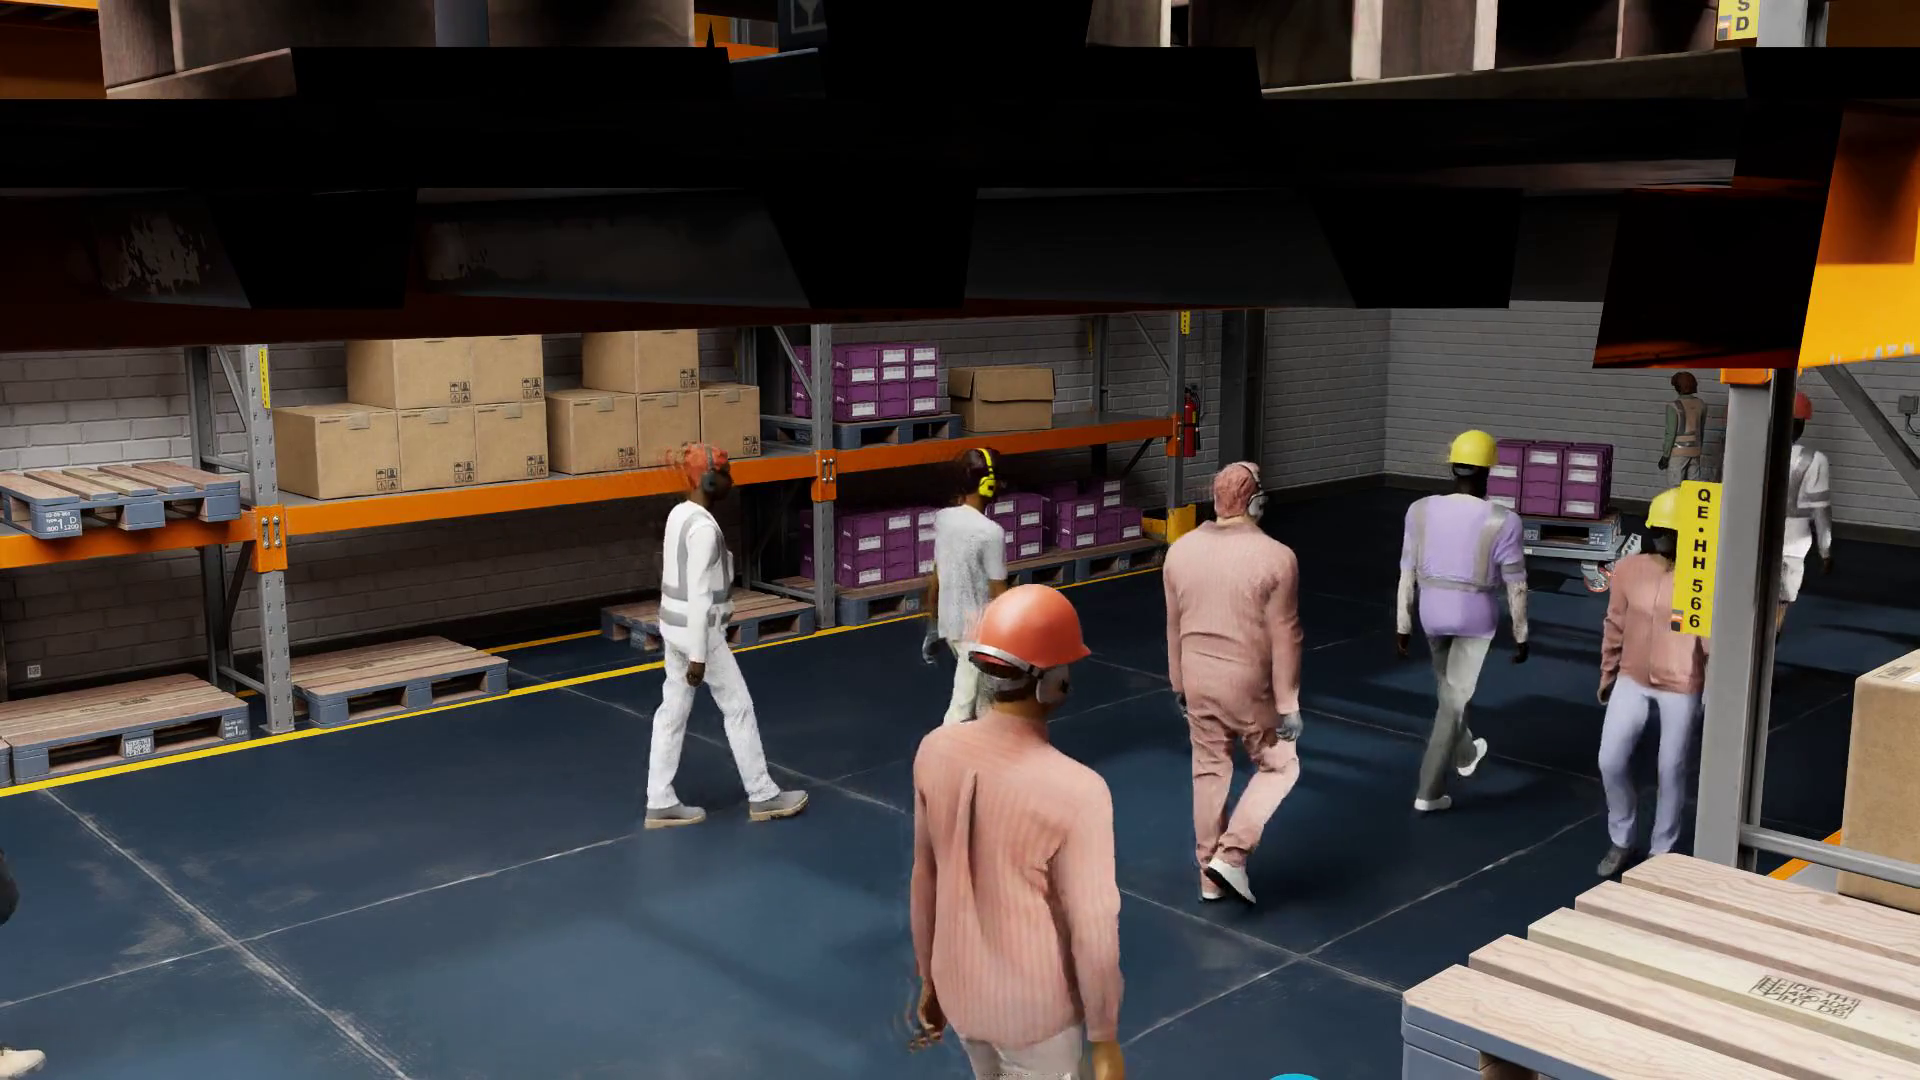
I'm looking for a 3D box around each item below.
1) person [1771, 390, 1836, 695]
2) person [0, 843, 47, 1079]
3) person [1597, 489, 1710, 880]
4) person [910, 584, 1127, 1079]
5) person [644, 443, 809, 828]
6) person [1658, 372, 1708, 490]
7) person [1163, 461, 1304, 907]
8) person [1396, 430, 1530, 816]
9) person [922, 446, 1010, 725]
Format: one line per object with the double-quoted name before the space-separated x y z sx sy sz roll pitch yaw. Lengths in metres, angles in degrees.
"person" 5.135 0.024 10.366 0.589 1.917 0.553 -7 12 -34
"person" -3.364 0.909 5.418 0.491 1.834 0.521 -4 10 -22
"person" 3.009 0.646 7.183 0.559 1.747 0.498 8 13 39
"person" 0.123 1.087 3.977 0.485 1.980 0.617 -8 13 -40
"person" -1.142 0.457 8.001 0.887 1.845 0.588 -5 11 -26
"person" 6.951 -0.802 16.008 0.514 1.639 0.311 -5 11 -26
"person" 1.161 0.614 6.961 0.674 1.892 0.425 9 13 42
"person" 2.549 0.390 8.324 0.608 1.872 0.988 8 13 40
"person" 0.160 0.465 8.028 0.902 1.823 0.560 -6 11 -32
